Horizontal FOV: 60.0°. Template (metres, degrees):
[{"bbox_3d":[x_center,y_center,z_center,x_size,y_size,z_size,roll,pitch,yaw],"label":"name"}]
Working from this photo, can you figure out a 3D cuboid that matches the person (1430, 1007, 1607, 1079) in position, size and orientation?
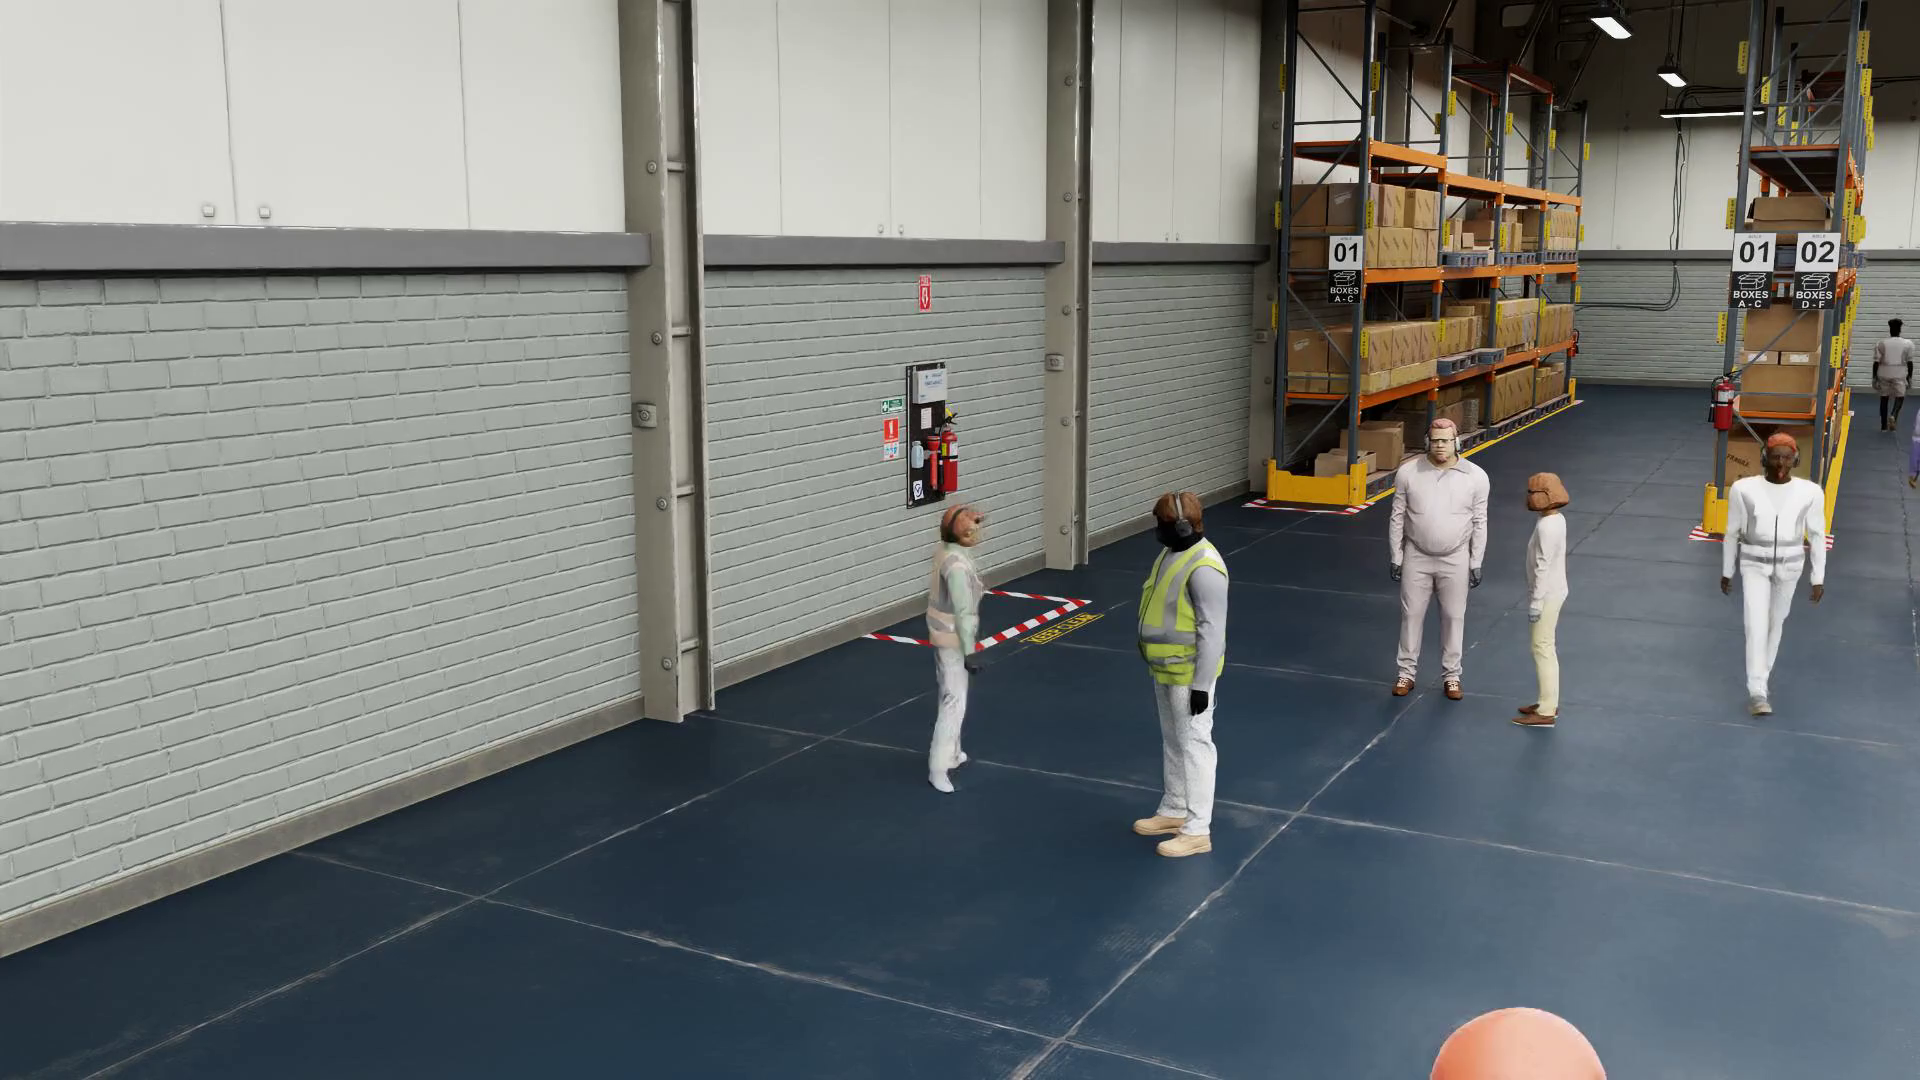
[{"bbox_3d":[0.775,1.614,2.494,1.014,1.940,0.637,-5,11,-26],"label":"person"}]

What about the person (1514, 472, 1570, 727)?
[{"bbox_3d":[3.736,0.379,10.638,0.283,1.626,0.511,5,11,26],"label":"person"}]

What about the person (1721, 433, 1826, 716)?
[{"bbox_3d":[5.394,0.209,11.034,0.598,1.832,0.980,3,10,18],"label":"person"}]

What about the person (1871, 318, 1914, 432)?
[{"bbox_3d":[15.767,-2.777,28.133,0.634,1.951,0.610,6,11,31],"label":"person"}]

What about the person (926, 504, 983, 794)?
[{"bbox_3d":[-0.042,0.578,9.498,0.316,1.612,0.674,-1,10,-8],"label":"person"}]

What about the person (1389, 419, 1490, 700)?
[{"bbox_3d":[3.229,0.130,11.271,0.641,1.908,0.407,3,10,17],"label":"person"}]

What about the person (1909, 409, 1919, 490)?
[{"bbox_3d":[9.261,-0.650,15.585,0.633,1.987,1.022,6,11,32],"label":"person"}]

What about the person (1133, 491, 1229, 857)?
[{"bbox_3d":[1.109,0.664,8.359,0.430,1.837,0.624,-2,10,-11],"label":"person"}]
